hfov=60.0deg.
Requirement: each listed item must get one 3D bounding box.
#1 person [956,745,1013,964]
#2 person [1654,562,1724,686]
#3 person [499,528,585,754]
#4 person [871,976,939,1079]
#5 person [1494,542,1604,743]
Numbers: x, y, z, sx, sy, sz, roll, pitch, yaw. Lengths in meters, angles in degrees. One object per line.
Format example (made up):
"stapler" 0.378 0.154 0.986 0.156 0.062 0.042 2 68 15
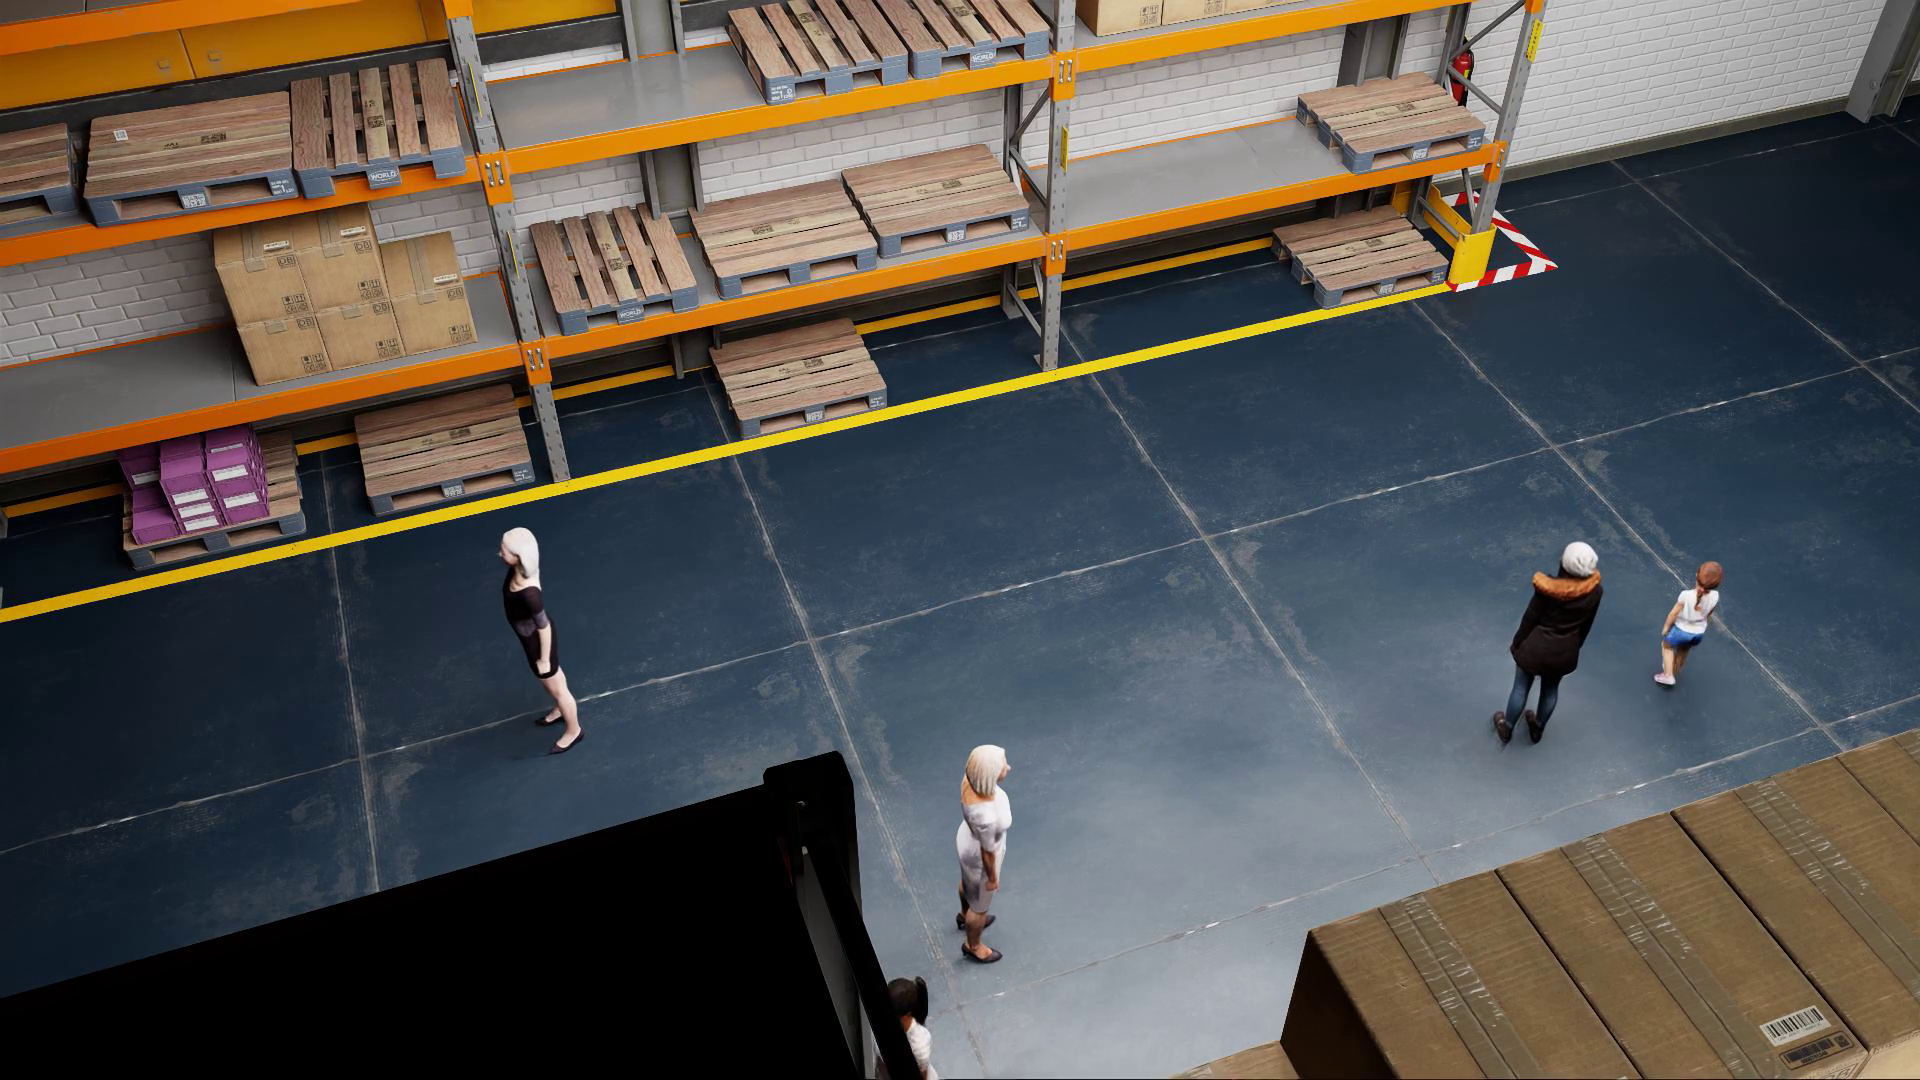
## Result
"person" 0.111 1.705 9.097 0.555 1.748 0.593 -7 44 -7
"person" 4.746 0.573 10.825 0.530 1.002 0.590 2 44 2
"person" -2.572 0.607 10.191 0.492 1.829 0.578 -15 46 -15
"person" -0.196 2.631 8.229 1.169 1.604 0.830 -29 51 -27
"person" 3.643 0.654 10.283 0.612 1.633 0.737 -3 44 -3
